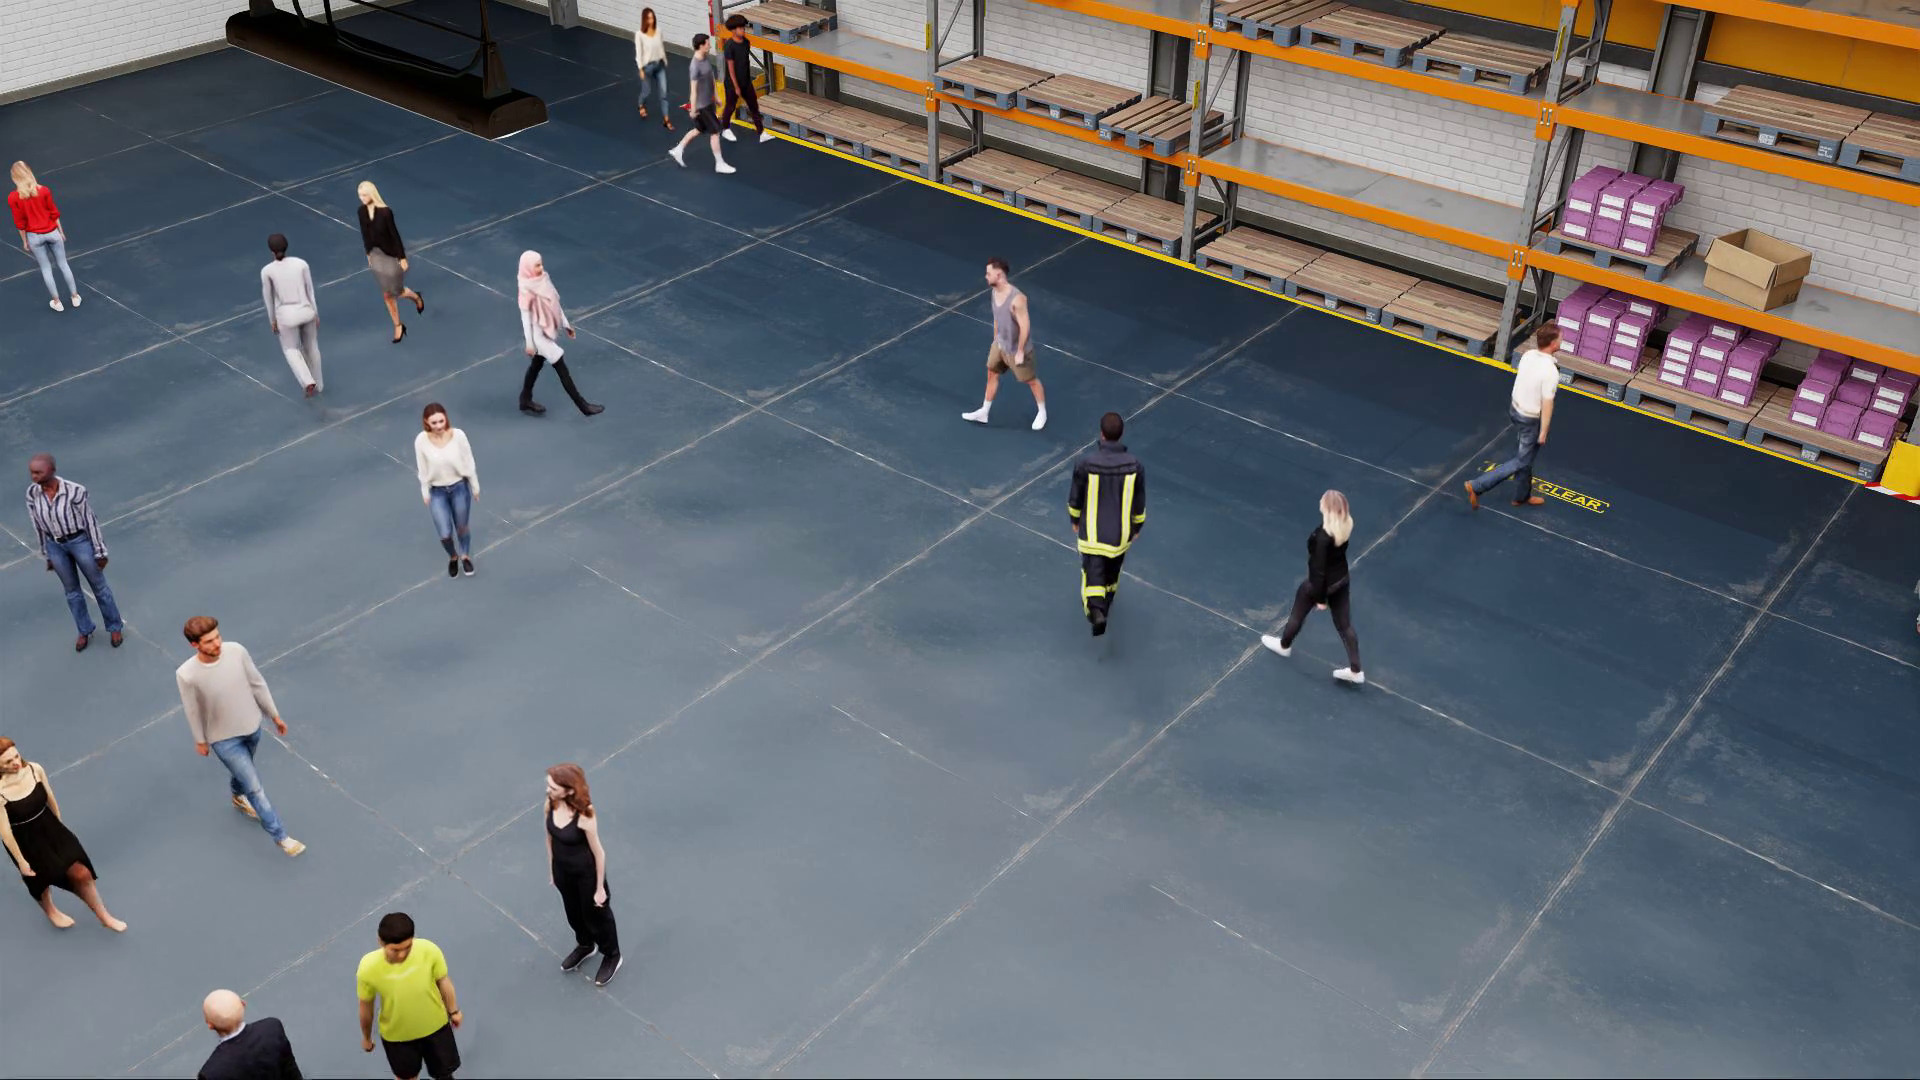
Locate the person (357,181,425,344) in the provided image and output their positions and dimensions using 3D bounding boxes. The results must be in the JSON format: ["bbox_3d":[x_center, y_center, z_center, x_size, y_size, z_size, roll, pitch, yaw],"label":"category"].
[{"bbox_3d":[-6.053,-2.992,17.739,0.908,1.824,0.891,10,35,15],"label":"person"}]

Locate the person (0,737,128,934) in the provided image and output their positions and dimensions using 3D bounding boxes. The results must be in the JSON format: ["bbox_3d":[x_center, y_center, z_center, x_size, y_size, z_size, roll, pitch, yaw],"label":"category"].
[{"bbox_3d":[-5.959,1.880,10.608,0.902,1.603,0.657,19,38,26],"label":"person"}]

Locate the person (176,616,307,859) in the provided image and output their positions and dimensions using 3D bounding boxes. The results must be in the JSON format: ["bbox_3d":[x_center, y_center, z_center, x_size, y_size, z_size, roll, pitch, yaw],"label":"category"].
[{"bbox_3d":[-4.987,1.262,11.321,1.241,1.844,0.735,21,39,28],"label":"person"}]

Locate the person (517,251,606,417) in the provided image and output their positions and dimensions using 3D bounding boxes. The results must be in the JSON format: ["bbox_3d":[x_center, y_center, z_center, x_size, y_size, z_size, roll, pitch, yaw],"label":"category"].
[{"bbox_3d":[-4.166,-1.983,16.286,1.262,1.751,1.036,5,34,8],"label":"person"}]

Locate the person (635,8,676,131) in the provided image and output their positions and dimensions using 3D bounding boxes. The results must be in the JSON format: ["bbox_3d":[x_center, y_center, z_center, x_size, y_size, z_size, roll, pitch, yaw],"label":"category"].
[{"bbox_3d":[-4.368,-6.644,23.390,0.798,1.649,1.113,-22,39,-29],"label":"person"}]

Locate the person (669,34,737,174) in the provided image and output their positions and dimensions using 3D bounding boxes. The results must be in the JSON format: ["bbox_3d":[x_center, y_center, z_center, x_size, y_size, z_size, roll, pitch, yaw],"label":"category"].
[{"bbox_3d":[-3.469,-5.714,21.818,1.261,1.842,1.036,5,34,7],"label":"person"}]

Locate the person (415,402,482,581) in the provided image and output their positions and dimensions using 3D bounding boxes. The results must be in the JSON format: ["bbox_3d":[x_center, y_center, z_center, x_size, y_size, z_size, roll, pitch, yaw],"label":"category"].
[{"bbox_3d":[-4.327,-0.448,14.043,0.730,1.679,0.754,-11,35,-17],"label":"person"}]

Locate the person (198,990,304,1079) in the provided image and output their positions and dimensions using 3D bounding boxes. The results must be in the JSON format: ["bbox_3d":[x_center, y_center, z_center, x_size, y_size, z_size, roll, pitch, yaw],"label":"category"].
[{"bbox_3d":[-3.590,3.074,8.669,1.239,1.763,0.891,15,37,21],"label":"person"}]

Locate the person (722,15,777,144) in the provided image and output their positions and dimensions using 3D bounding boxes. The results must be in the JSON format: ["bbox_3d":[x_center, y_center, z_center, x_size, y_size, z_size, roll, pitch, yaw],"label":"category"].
[{"bbox_3d":[-3.098,-6.302,22.791,1.087,1.743,0.625,26,42,33],"label":"person"}]

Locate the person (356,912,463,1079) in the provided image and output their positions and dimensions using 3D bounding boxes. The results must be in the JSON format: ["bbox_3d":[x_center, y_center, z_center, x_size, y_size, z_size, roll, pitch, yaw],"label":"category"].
[{"bbox_3d":[-3.082,2.652,9.370,0.857,1.688,0.889,-10,35,-15],"label":"person"}]

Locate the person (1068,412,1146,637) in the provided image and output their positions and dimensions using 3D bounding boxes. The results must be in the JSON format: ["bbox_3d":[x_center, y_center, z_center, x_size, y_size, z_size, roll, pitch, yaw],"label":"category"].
[{"bbox_3d":[1.180,-0.093,13.305,1.215,1.904,1.233,1,34,1],"label":"person"}]

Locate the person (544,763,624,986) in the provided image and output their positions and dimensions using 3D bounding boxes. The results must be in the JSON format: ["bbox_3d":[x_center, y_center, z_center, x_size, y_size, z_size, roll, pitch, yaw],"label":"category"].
[{"bbox_3d":[-2.331,2.023,10.267,0.513,1.743,0.672,17,37,24],"label":"person"}]

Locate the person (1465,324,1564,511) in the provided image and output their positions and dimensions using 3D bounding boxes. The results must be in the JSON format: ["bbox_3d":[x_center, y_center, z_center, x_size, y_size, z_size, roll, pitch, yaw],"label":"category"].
[{"bbox_3d":[4.972,-1.062,14.824,1.153,1.836,1.119,-5,34,-7],"label":"person"}]

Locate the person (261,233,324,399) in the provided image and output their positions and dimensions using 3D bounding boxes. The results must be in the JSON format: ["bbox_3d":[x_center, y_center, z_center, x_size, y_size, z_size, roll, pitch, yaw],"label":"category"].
[{"bbox_3d":[-6.631,-2.208,16.657,0.807,1.716,0.954,-17,37,-24],"label":"person"}]

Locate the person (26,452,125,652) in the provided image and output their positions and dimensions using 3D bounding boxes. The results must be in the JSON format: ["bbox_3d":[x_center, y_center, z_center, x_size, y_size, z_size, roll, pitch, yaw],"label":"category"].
[{"bbox_3d":[-7.013,0.073,13.154,0.692,1.794,0.749,-3,34,-5],"label":"person"}]

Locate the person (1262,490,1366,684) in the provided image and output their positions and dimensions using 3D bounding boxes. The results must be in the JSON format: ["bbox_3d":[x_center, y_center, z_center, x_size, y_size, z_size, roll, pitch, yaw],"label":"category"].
[{"bbox_3d":[2.917,0.390,12.813,0.693,1.643,1.157,-29,43,-36],"label":"person"}]

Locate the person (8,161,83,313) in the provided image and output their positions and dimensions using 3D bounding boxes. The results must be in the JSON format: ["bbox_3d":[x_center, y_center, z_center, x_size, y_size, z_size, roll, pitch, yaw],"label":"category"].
[{"bbox_3d":[-10.143,-3.360,18.399,0.659,1.705,0.582,-23,40,-30],"label":"person"}]

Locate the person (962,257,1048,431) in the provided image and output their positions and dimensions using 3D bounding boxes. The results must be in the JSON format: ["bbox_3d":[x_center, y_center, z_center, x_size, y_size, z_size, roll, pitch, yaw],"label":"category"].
[{"bbox_3d":[0.577,-1.903,16.185,0.939,1.783,1.001,-28,43,-36],"label":"person"}]
